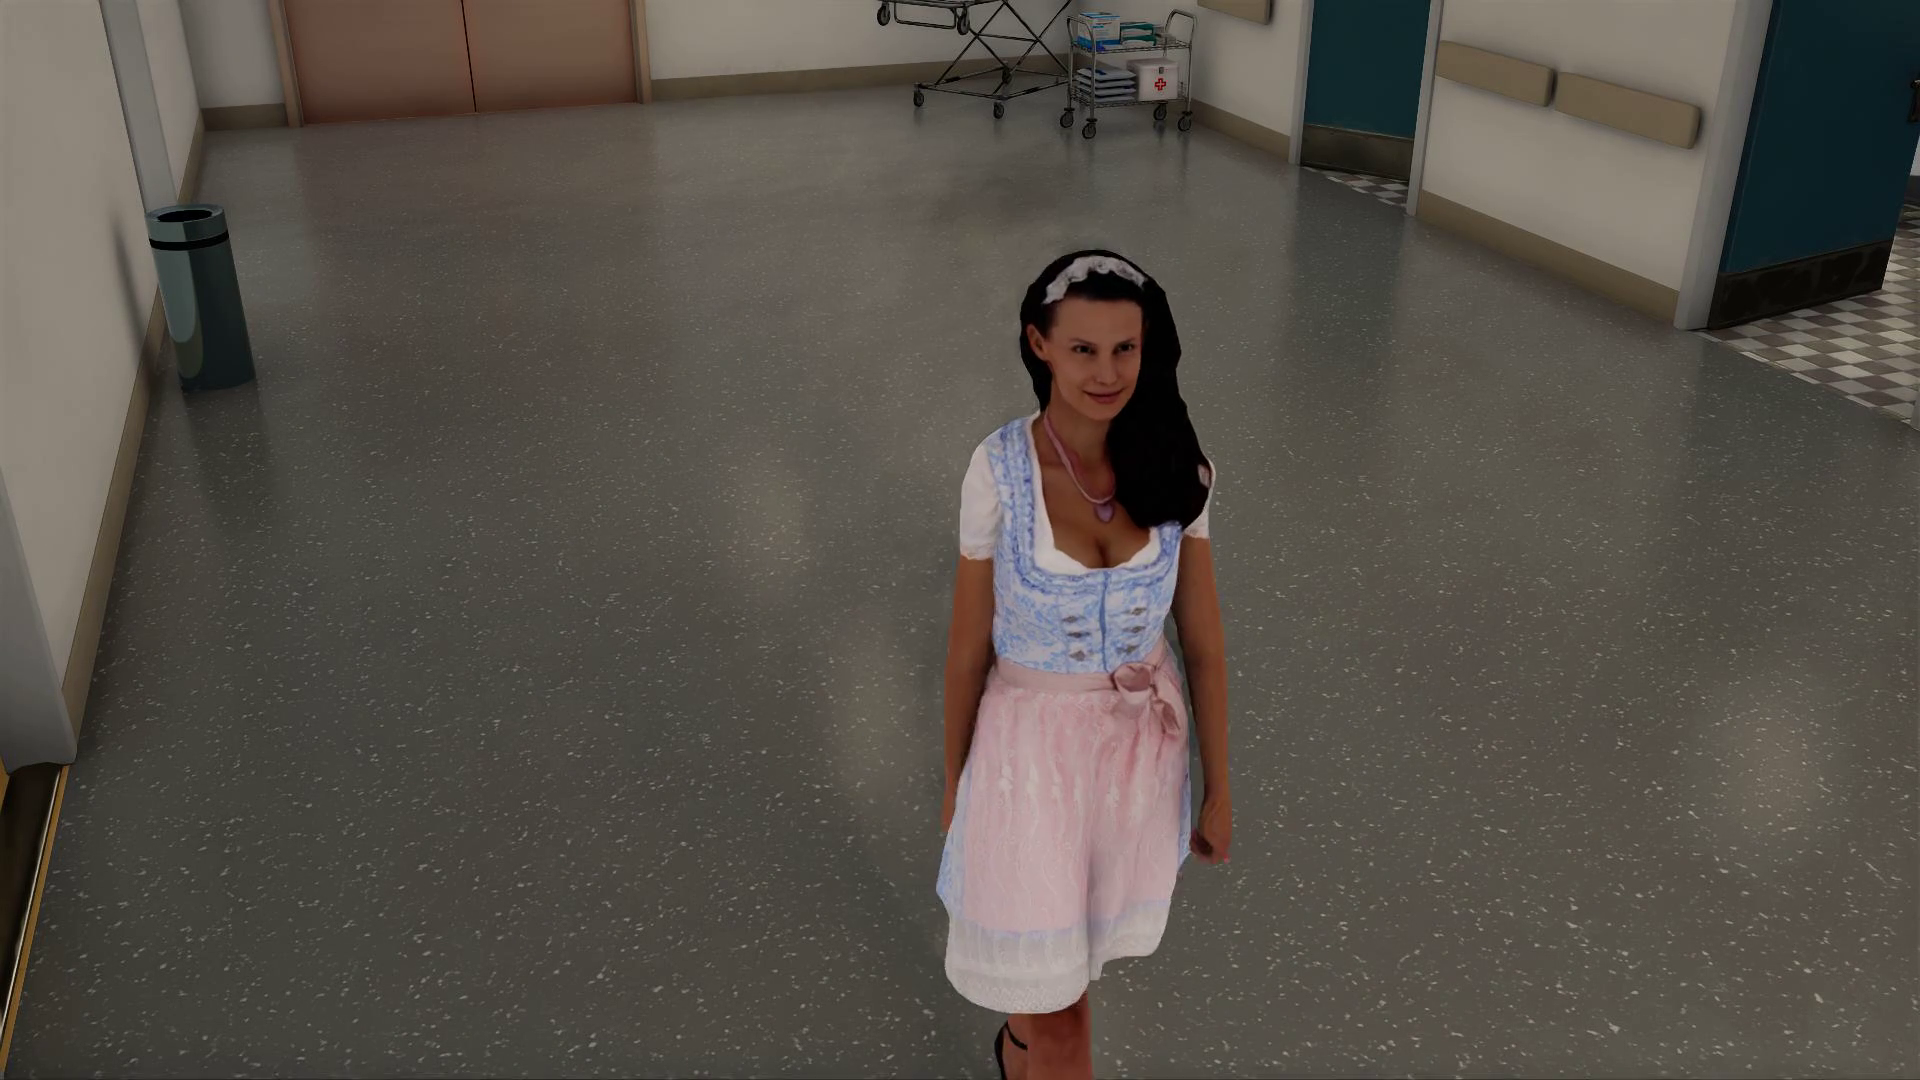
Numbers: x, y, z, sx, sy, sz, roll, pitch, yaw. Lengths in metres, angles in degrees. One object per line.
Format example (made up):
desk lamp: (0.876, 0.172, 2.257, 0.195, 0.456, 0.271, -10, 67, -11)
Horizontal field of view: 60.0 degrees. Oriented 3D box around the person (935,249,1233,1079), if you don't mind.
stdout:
person: (0.160, 0.377, 2.816, 0.688, 1.782, 1.124, -7, 27, -14)
